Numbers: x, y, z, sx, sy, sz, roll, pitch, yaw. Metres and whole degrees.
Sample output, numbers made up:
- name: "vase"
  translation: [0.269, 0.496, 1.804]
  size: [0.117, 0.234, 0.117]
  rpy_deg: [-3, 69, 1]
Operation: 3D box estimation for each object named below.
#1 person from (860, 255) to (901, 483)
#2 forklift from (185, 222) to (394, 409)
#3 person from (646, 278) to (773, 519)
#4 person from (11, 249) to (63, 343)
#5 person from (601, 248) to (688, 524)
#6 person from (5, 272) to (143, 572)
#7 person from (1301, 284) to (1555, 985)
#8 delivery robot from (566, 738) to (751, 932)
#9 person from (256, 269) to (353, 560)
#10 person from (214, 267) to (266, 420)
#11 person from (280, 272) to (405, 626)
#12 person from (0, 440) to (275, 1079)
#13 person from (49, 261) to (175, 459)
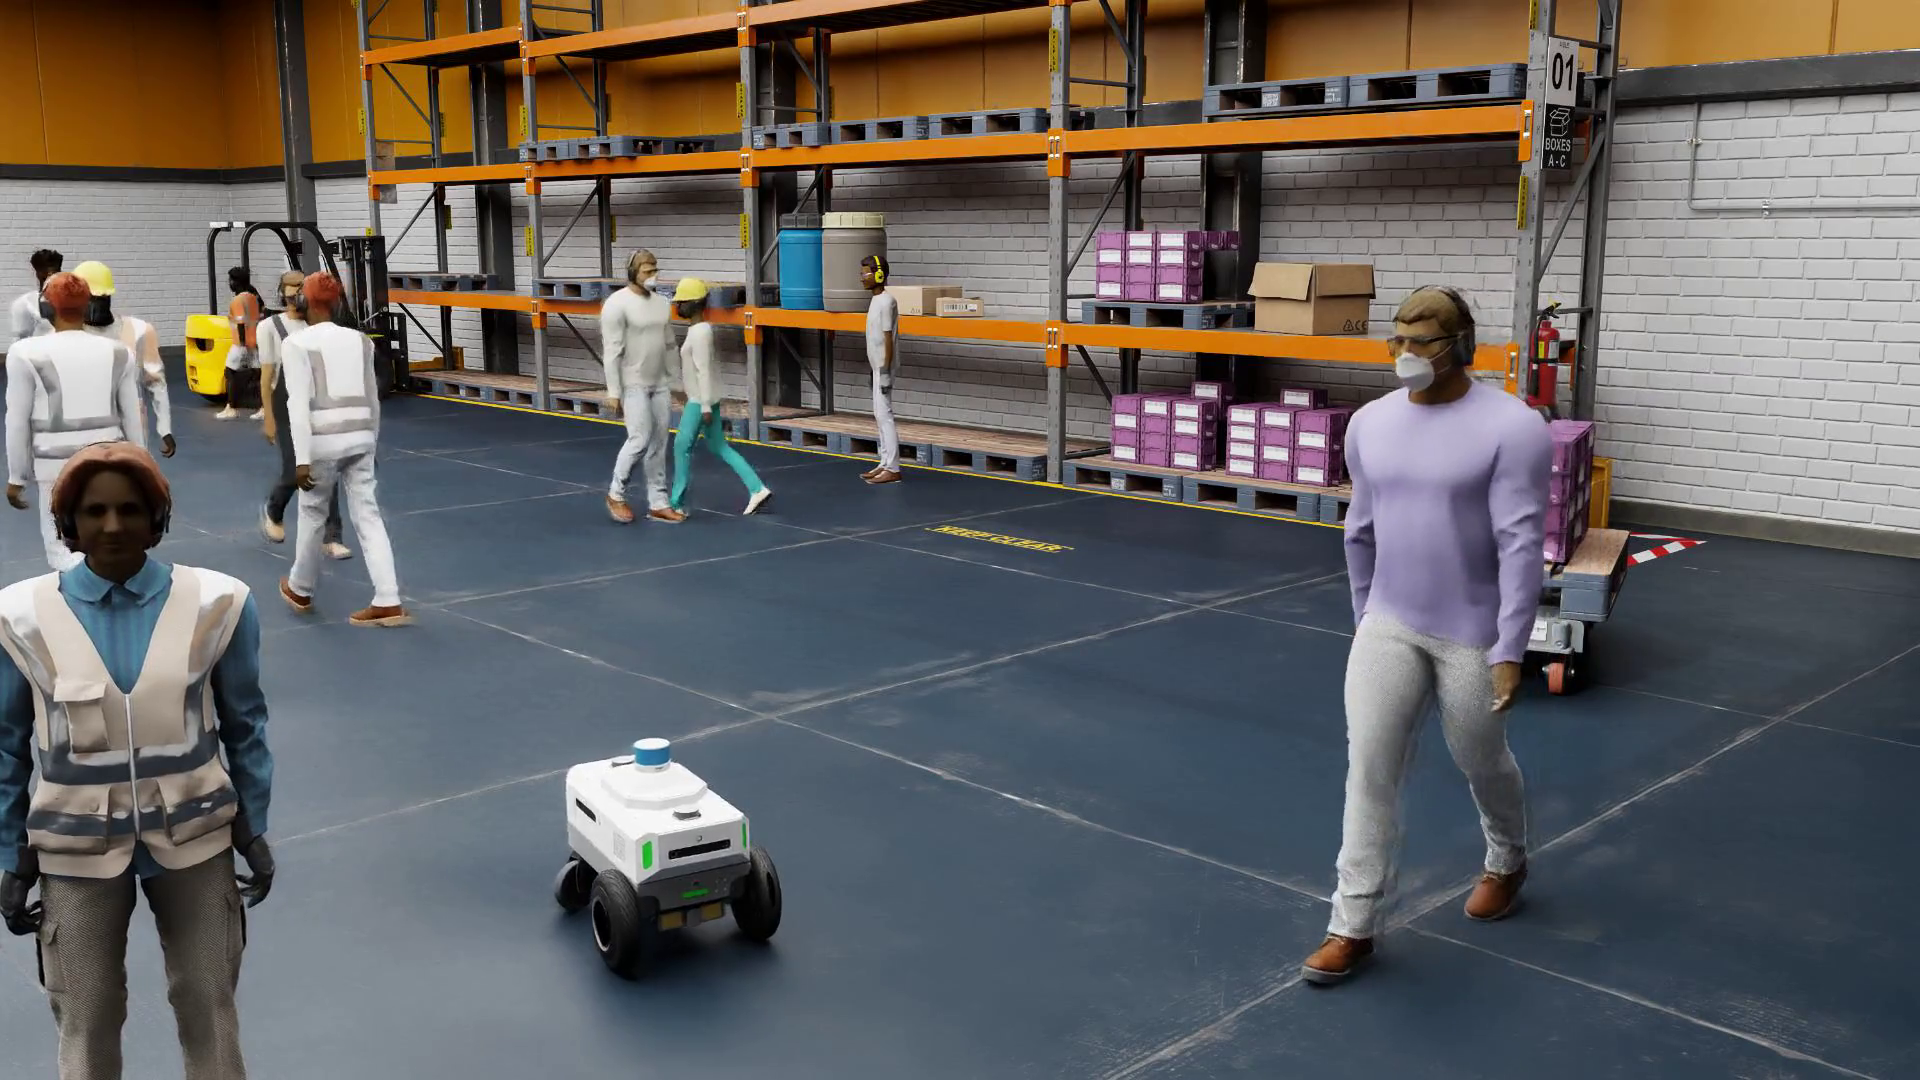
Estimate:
- name: "person"
  translation: [-0.655, -1.394, 13.652]
  size: [0.320, 1.861, 0.515]
  rpy_deg: [-2, 11, -13]
- name: "forklift"
  translation: [-8.169, -2.758, 20.163]
  size: [2.313, 2.155, 1.214]
  rpy_deg: [-10, 14, -44]
- name: "person"
  translation: [-1.790, -1.006, 11.885]
  size: [0.867, 1.734, 0.534]
  rpy_deg: [-1, 10, -5]
- name: "person"
  translation: [-7.199, -1.364, 13.335]
  size: [1.007, 1.912, 0.606]
  rpy_deg: [4, 11, 20]
- name: "person"
  translation: [-2.181, -1.062, 11.639]
  size: [0.463, 1.934, 0.638]
  rpy_deg: [6, 12, 29]
- name: "person"
  translation: [-4.118, -0.325, 7.823]
  size: [0.785, 1.860, 0.584]
  rpy_deg: [7, 13, 34]
- name: "person"
  translation: [1.354, 0.236, 4.668]
  size: [0.641, 1.902, 0.991]
  rpy_deg: [9, 14, 41]
- name: "delivery robot"
  translation: [-0.892, 0.823, 4.857]
  size: [0.477, 0.478, 0.707]
  rpy_deg: [-6, 12, -30]
- name: "person"
  translation: [-4.158, -0.785, 10.447]
  size: [0.681, 1.820, 0.525]
  rpy_deg: [9, 14, 42]
- name: "person"
  translation: [-7.900, -2.136, 18.201]
  size: [0.706, 1.673, 0.542]
  rpy_deg: [1, 10, 5]
- name: "person"
  translation: [-3.302, -0.473, 8.697]
  size: [0.981, 1.823, 0.641]
  rpy_deg: [7, 12, 33]
- name: "person"
  translation: [-1.614, 0.618, 3.268]
  size: [0.510, 1.641, 0.308]
  rpy_deg: [-6, 12, -28]
- name: "person"
  translation: [-4.900, -0.658, 9.563]
  size: [0.590, 1.891, 0.880]
  rpy_deg: [-9, 14, -40]
